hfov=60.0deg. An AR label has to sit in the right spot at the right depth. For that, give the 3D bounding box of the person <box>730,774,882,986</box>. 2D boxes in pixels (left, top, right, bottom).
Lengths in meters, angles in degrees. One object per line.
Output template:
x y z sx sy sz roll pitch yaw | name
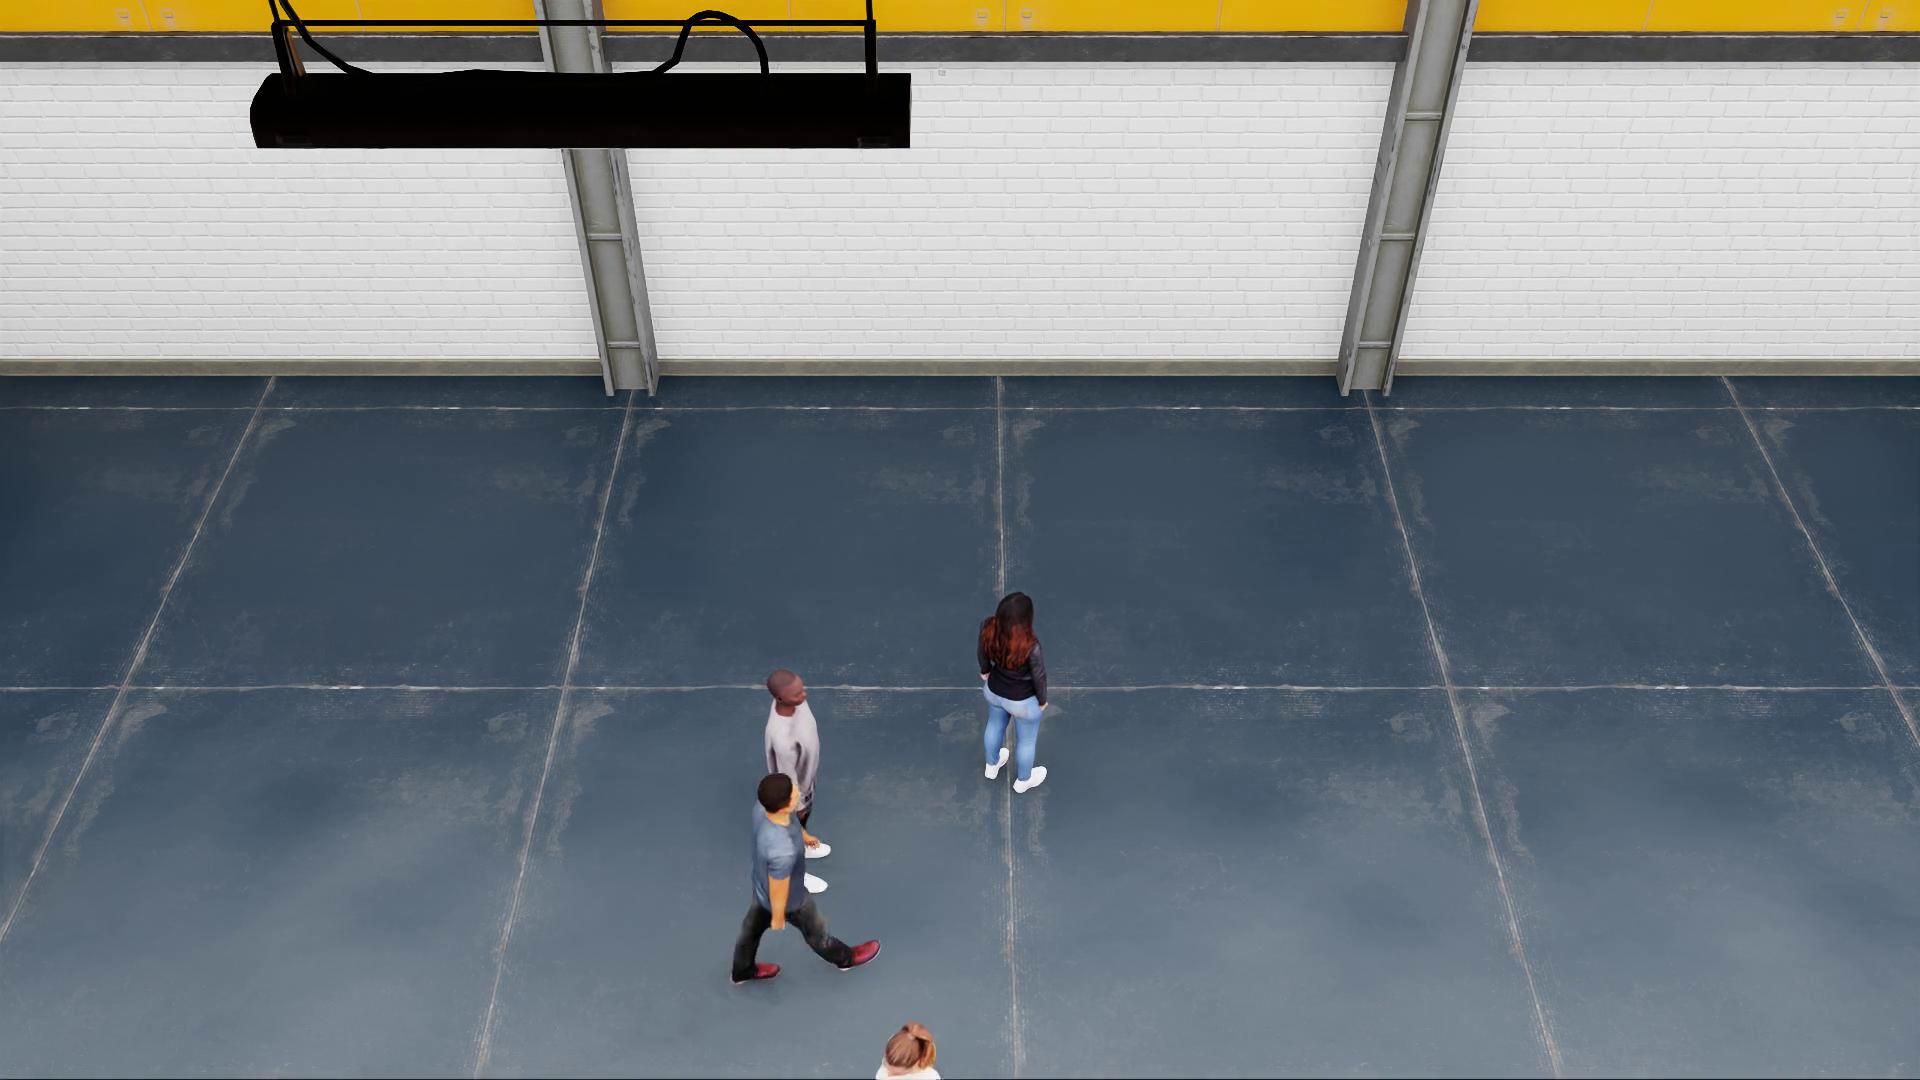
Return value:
-1.068 1.902 9.056 1.194 1.771 0.913 -15 46 -15 | person

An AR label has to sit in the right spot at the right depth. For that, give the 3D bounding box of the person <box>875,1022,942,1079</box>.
-0.139 2.822 8.128 0.713 1.718 0.733 -14 45 -14 | person

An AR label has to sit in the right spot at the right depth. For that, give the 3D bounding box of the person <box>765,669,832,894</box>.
-0.965 1.365 9.619 0.529 1.772 0.619 2 44 2 | person

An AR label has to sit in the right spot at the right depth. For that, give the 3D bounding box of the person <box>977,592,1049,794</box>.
0.327 0.924 10.181 0.688 1.635 0.784 26 49 24 | person
